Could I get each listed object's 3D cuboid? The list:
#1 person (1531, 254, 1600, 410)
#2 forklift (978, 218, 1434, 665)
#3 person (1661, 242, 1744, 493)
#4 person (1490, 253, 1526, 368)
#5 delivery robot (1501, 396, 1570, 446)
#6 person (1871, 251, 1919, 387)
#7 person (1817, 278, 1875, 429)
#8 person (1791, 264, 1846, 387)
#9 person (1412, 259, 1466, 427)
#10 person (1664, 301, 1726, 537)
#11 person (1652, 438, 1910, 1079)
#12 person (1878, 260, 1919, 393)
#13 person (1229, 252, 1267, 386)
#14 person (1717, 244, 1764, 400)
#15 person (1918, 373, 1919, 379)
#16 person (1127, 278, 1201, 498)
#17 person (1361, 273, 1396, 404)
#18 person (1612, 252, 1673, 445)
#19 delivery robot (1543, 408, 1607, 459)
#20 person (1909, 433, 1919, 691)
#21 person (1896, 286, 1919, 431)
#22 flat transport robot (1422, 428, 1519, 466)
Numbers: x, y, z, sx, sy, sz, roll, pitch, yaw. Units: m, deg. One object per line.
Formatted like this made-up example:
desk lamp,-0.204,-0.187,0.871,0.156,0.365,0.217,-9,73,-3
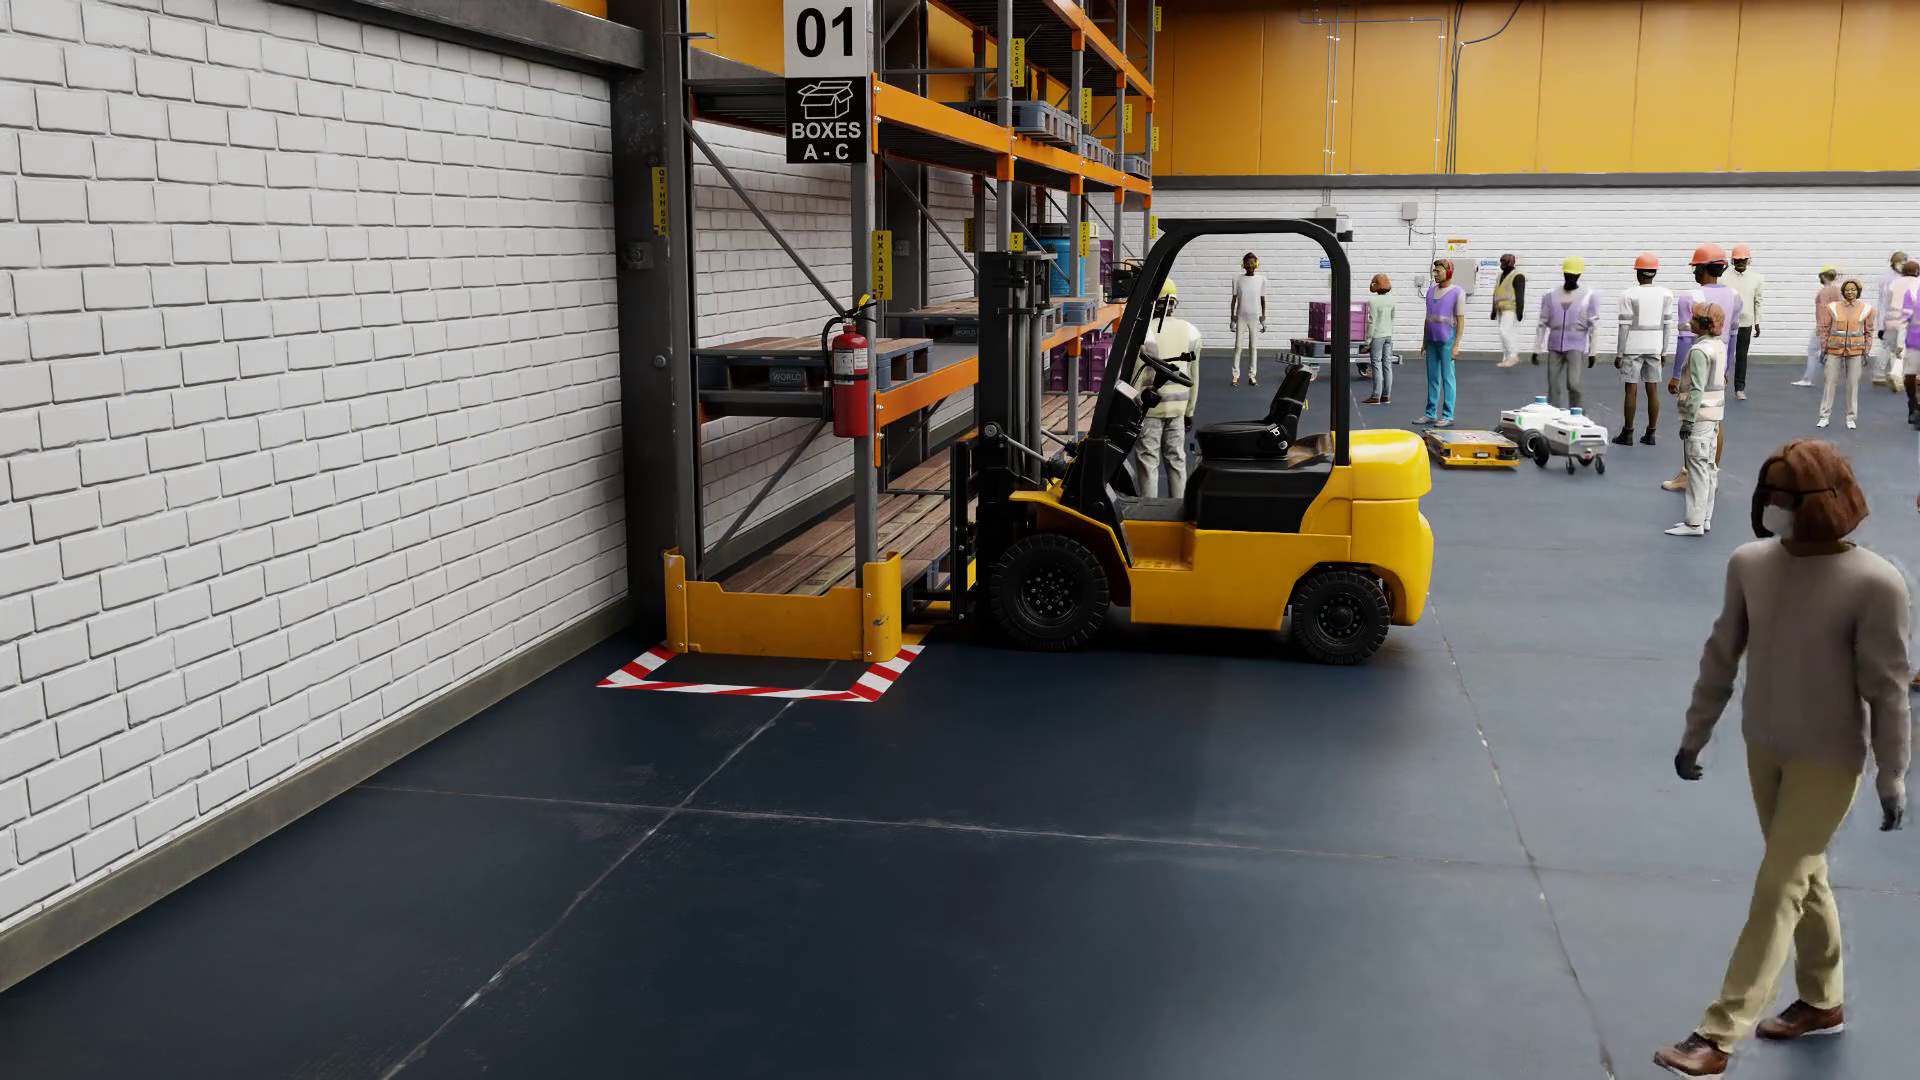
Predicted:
person,6.271,-1.995,17.247,0.636,1.911,0.405,8,13,38
forklift,1.285,-0.567,8.635,2.313,2.155,1.214,2,11,11
person,6.063,-1.400,13.618,0.607,2.044,0.377,-4,11,-22
person,8.742,-3.655,26.572,0.448,1.826,0.641,-2,11,-11
delivery robot,5.577,-1.139,16.011,0.707,0.478,0.477,-3,11,-18
person,13.083,-3.033,23.049,0.659,1.897,0.736,-8,13,-38
person,9.701,-2.040,18.229,0.511,1.640,0.308,6,12,29
person,12.132,-2.984,23.174,0.546,1.723,0.761,-10,14,-43
person,5.333,-2.171,18.381,0.390,1.847,0.563,-5,12,-27
person,5.186,-0.843,11.657,0.309,1.645,0.514,8,13,36
person,2.003,0.550,4.141,0.807,1.595,0.535,-4,11,-19
person,12.640,-2.856,22.315,0.953,1.796,0.643,-10,14,-43
person,4.057,-3.102,23.418,0.518,1.874,0.330,1,10,3
person,9.984,-2.798,21.408,0.618,1.993,0.396,4,11,19
person,13.660,-3.090,23.384,0.521,1.862,0.328,-9,14,-42
person,1.363,-0.901,11.457,0.600,1.831,0.404,-6,12,-28
person,5.259,-2.519,20.870,0.498,1.634,0.279,-8,13,-39
person,6.844,-1.913,16.713,0.544,1.939,0.354,-1,10,-4
delivery robot,5.524,-0.944,14.942,0.477,0.478,0.707,0,10,-2
person,4.681,-0.239,7.534,0.627,1.940,0.372,7,12,32
person,10.583,-2.149,18.216,0.555,1.886,0.892,6,12,32
flat transport robot,4.767,-0.878,15.611,0.652,0.197,1.431,1,10,6
